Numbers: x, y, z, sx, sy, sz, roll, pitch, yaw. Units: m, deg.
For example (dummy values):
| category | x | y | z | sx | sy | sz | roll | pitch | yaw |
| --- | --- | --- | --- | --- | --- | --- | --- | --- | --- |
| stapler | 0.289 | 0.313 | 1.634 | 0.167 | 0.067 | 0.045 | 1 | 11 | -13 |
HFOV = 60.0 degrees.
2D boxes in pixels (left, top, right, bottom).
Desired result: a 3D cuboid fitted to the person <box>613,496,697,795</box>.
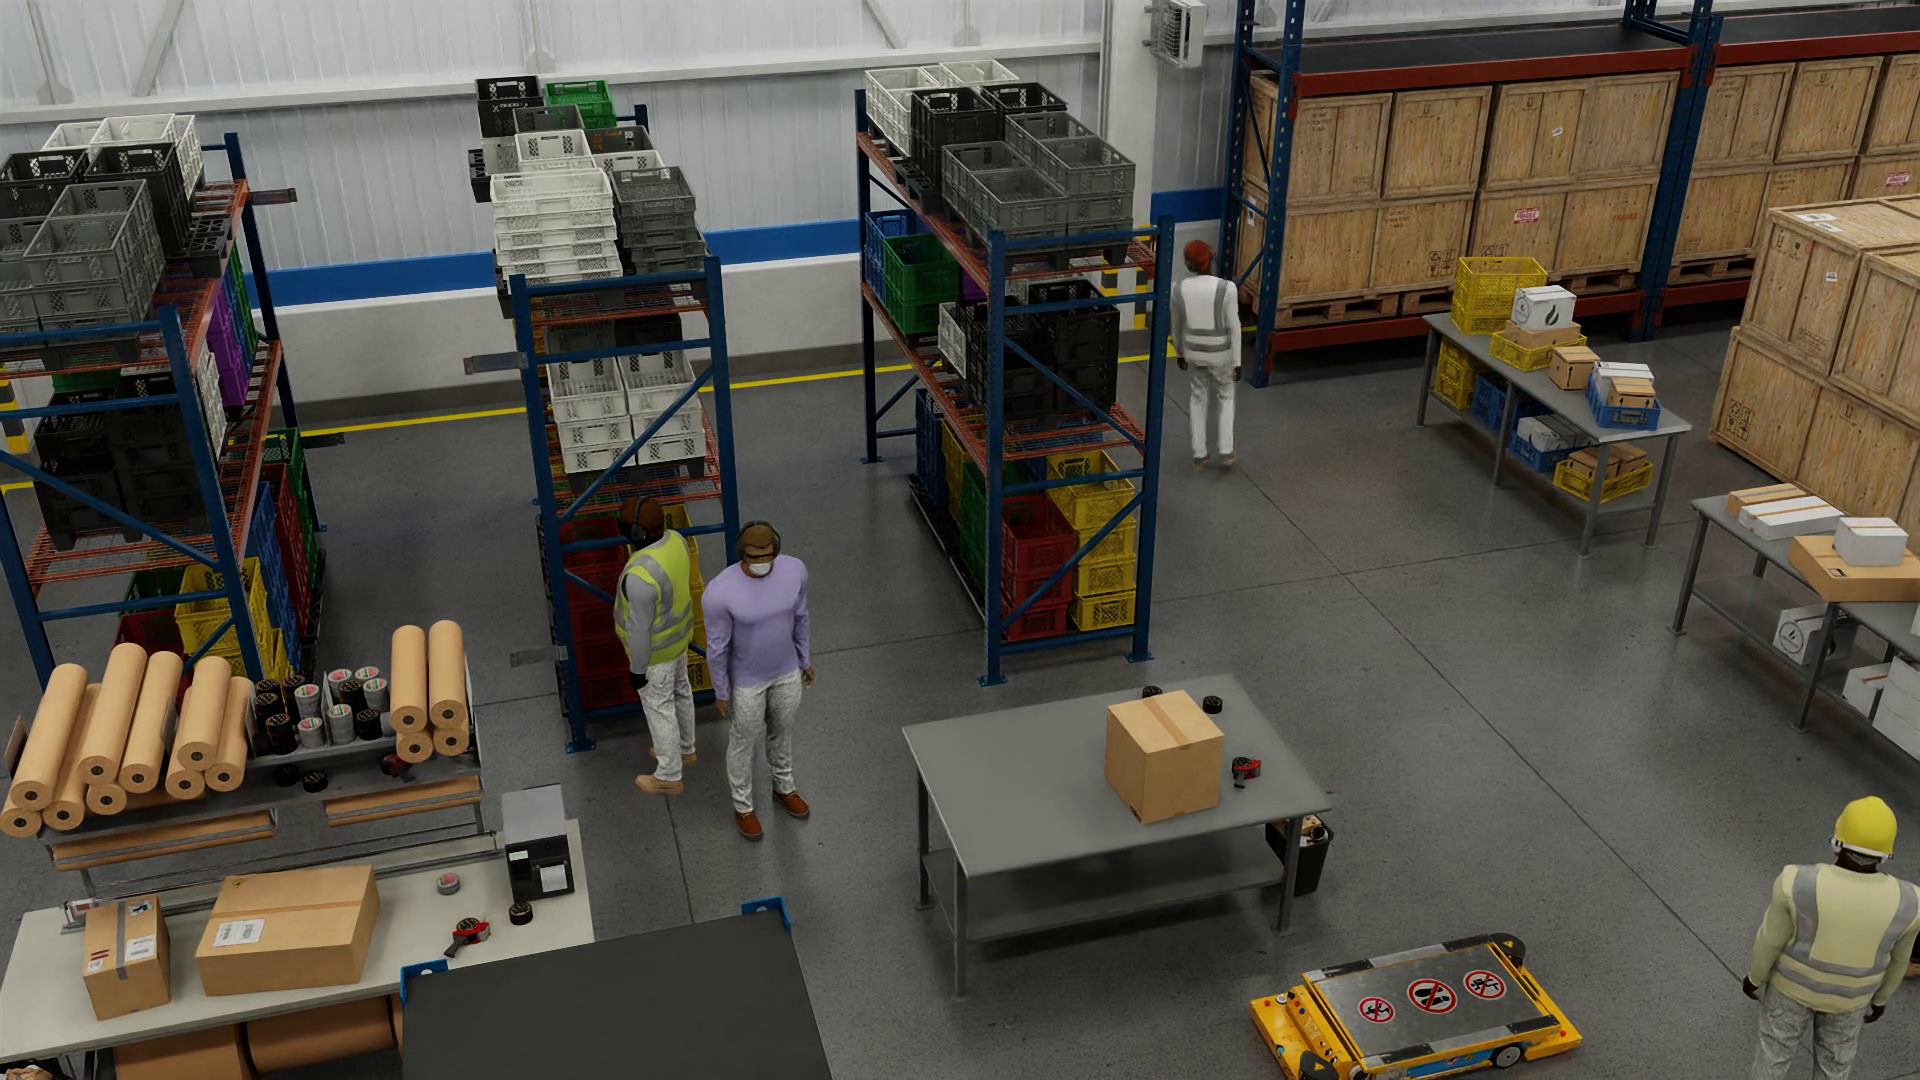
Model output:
| category | x | y | z | sx | sy | sz | roll | pitch | yaw |
| --- | --- | --- | --- | --- | --- | --- | --- | --- | --- |
| person | -1.730 | 0.584 | 9.465 | 0.429 | 1.837 | 0.629 | 6 | 29 | 10 |

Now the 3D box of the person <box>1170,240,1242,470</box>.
| category | x | y | z | sx | sy | sz | roll | pitch | yaw |
| --- | --- | --- | --- | --- | --- | --- | --- | --- | --- |
| person | 1.943 | -1.456 | 13.170 | 0.665 | 1.833 | 0.449 | 14 | 32 | 24 |

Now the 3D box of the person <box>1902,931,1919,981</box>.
| category | x | y | z | sx | sy | sz | roll | pitch | yaw |
| --- | --- | --- | --- | --- | --- | --- | --- | --- | --- |
| person | 4.849 | 1.526 | 7.885 | 0.319 | 1.696 | 0.532 | 1 | 29 | 1 |

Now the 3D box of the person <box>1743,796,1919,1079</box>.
| category | x | y | z | sx | sy | sz | roll | pitch | yaw |
| --- | --- | --- | --- | --- | --- | --- | --- | --- | --- |
| person | 3.677 | 1.870 | 7.119 | 0.591 | 1.833 | 0.404 | 7 | 30 | 13 |

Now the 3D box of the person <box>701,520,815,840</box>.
| category | x | y | z | sx | sy | sz | roll | pitch | yaw |
| --- | --- | --- | --- | --- | --- | --- | --- | --- | --- |
| person | -1.077 | 0.732 | 9.083 | 0.633 | 1.936 | 0.355 | -19 | 34 | -31 |

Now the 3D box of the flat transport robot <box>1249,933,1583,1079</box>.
| category | x | y | z | sx | sy | sz | roll | pitch | yaw |
| --- | --- | --- | --- | --- | --- | --- | --- | --- | --- |
| flat transport robot | 2.184 | 2.282 | 7.980 | 1.431 | 0.197 | 0.652 | -8 | 30 | -14 |
